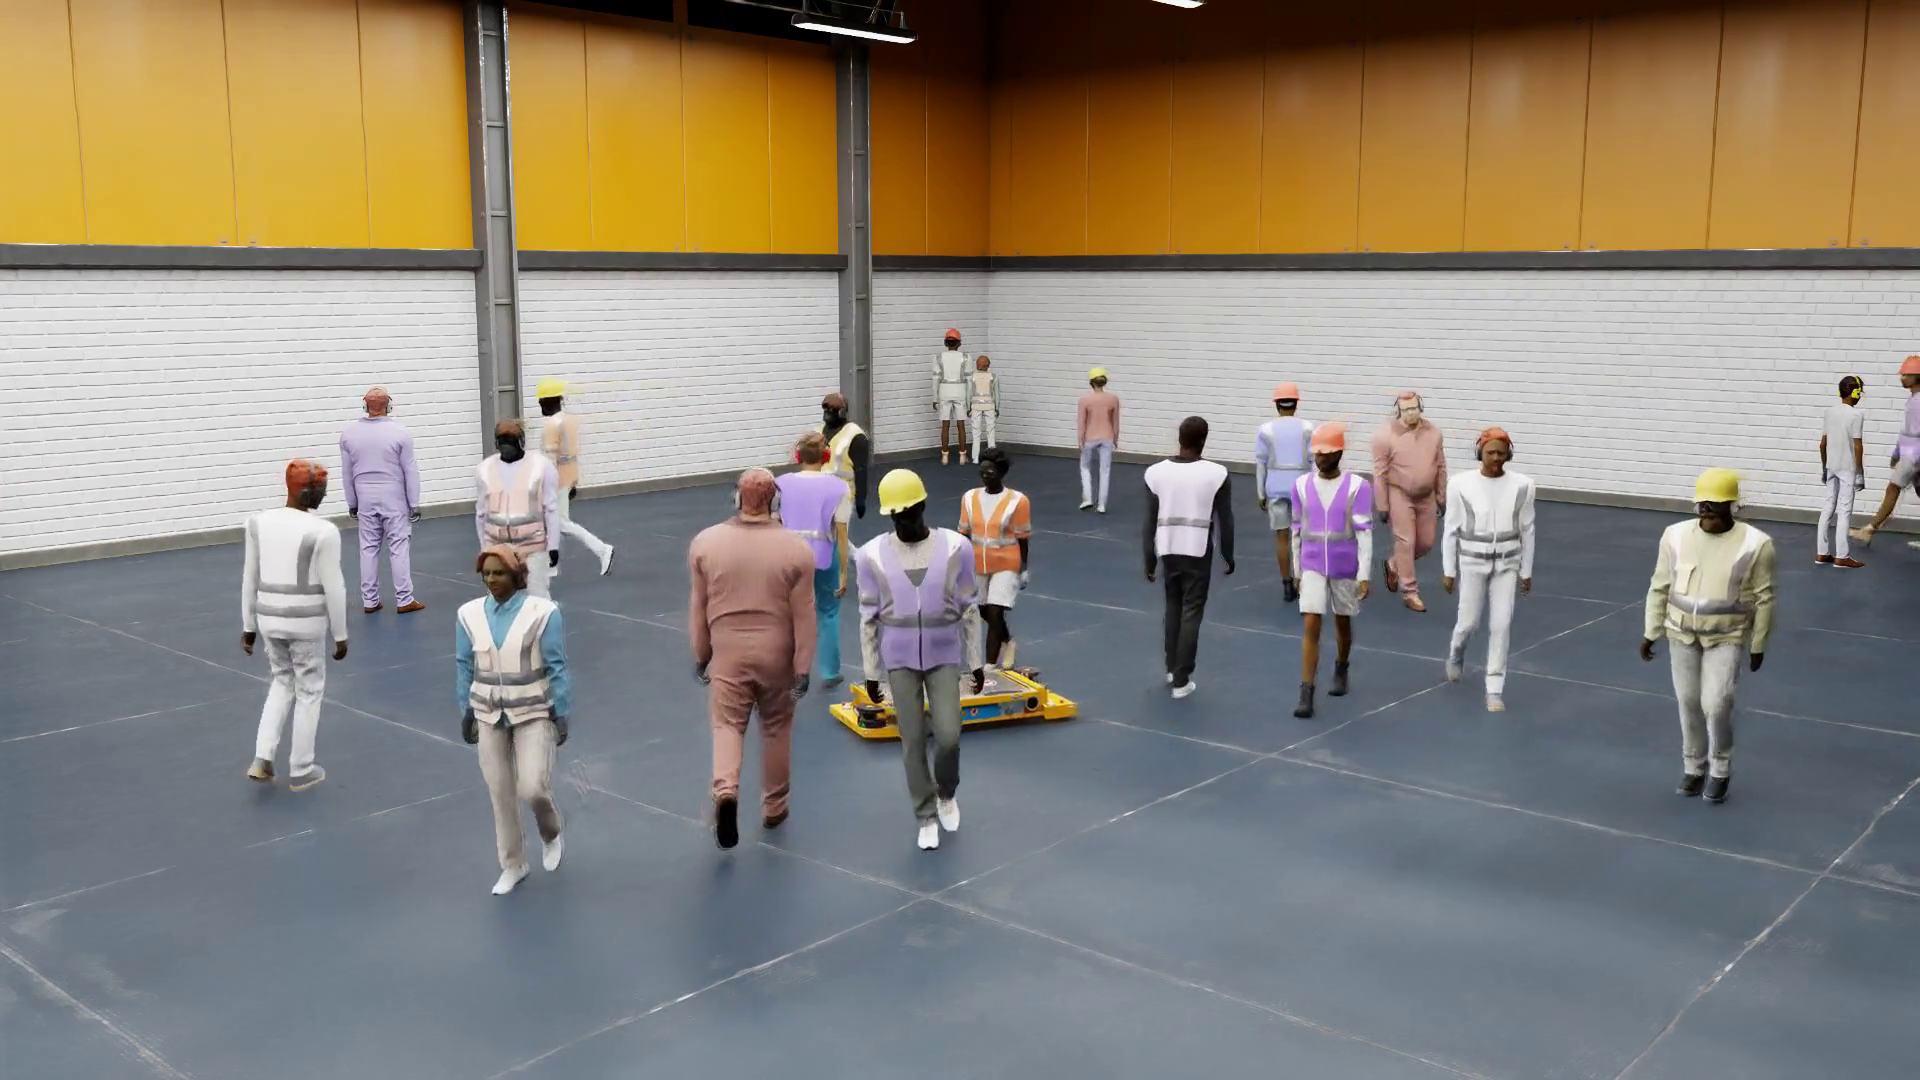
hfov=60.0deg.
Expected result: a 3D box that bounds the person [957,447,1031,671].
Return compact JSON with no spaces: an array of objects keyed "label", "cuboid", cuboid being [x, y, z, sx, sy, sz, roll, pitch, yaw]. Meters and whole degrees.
[{"label":"person","cuboid":[0.258,0.169,11.575,0.536,1.667,0.802,5,10,28]}]

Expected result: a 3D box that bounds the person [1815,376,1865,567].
[{"label":"person","cuboid":[8.606,-0.666,16.200,0.327,1.865,0.519,-2,9,-15]}]

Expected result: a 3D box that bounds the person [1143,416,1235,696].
[{"label":"person","cuboid":[1.589,0.094,11.385,0.579,1.881,0.791,4,10,26]}]

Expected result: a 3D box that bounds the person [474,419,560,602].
[{"label":"person","cuboid":[-3.189,0.015,12.087,0.631,1.821,0.781,0,9,0]}]

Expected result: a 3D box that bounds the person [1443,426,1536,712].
[{"label":"person","cuboid":[3.478,0.163,11.002,0.579,1.866,0.670,1,9,6]}]

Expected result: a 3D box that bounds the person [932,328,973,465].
[{"label":"person","cuboid":[-0.106,-2.142,24.908,0.614,2.039,0.394,0,9,2]}]

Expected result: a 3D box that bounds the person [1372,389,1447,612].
[{"label":"person","cuboid":[3.807,-0.356,14.199,0.665,1.881,0.671,-3,9,-16]}]

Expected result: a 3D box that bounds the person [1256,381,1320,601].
[{"label":"person","cuboid":[2.874,-0.433,14.587,0.570,1.905,0.637,2,9,10]}]

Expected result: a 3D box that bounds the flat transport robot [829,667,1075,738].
[{"label":"flat transport robot","cuboid":[-0.052,1.022,10.583,1.431,0.197,0.652,-4,10,-23]}]

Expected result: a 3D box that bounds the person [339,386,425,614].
[{"label":"person","cuboid":[-4.820,-0.331,13.939,0.651,1.912,0.409,1,9,5]}]

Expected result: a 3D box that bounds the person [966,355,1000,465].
[{"label":"person","cuboid":[0.343,-1.940,24.891,0.515,1.641,0.314,1,9,4]}]

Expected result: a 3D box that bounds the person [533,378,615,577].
[{"label":"person","cuboid":[-3.659,-0.565,15.482,0.817,1.899,0.589,0,9,2]}]

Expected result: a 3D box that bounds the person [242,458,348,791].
[{"label":"person","cuboid":[-3.615,0.474,9.072,0.616,1.863,0.417,2,9,13]}]

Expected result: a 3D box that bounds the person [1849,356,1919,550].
[{"label":"person","cuboid":[9.707,-0.891,17.180,1.003,1.995,0.640,5,10,27]}]

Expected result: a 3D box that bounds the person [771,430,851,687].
[{"label":"person","cuboid":[-1.020,0.174,11.125,0.581,1.808,0.934,2,9,11]}]

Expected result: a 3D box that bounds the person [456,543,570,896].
[{"label":"person","cuboid":[-2.050,0.815,7.613,0.532,1.633,0.386,1,9,8]}]

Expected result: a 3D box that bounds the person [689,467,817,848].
[{"label":"person","cuboid":[-1.035,0.580,8.310,0.649,1.886,0.768,0,9,1]}]

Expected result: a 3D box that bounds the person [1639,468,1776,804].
[{"label":"person","cuboid":[4.004,0.512,8.951,0.596,1.810,0.486,9,13,44]}]

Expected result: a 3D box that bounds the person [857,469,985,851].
[{"label":"person","cuboid":[-0.190,0.589,8.185,0.628,1.900,0.422,0,9,-1]}]

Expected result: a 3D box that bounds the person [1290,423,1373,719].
[{"label":"person","cuboid":[2.436,0.165,10.921,0.563,1.889,0.988,4,10,22]}]

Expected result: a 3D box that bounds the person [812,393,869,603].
[{"label":"person","cuboid":[-1.051,-0.392,14.622,0.631,1.824,0.777,8,12,43]}]

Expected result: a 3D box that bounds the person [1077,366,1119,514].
[{"label":"person","cuboid":[1.644,-1.195,19.860,0.540,1.748,0.512,-1,9,-8]}]
